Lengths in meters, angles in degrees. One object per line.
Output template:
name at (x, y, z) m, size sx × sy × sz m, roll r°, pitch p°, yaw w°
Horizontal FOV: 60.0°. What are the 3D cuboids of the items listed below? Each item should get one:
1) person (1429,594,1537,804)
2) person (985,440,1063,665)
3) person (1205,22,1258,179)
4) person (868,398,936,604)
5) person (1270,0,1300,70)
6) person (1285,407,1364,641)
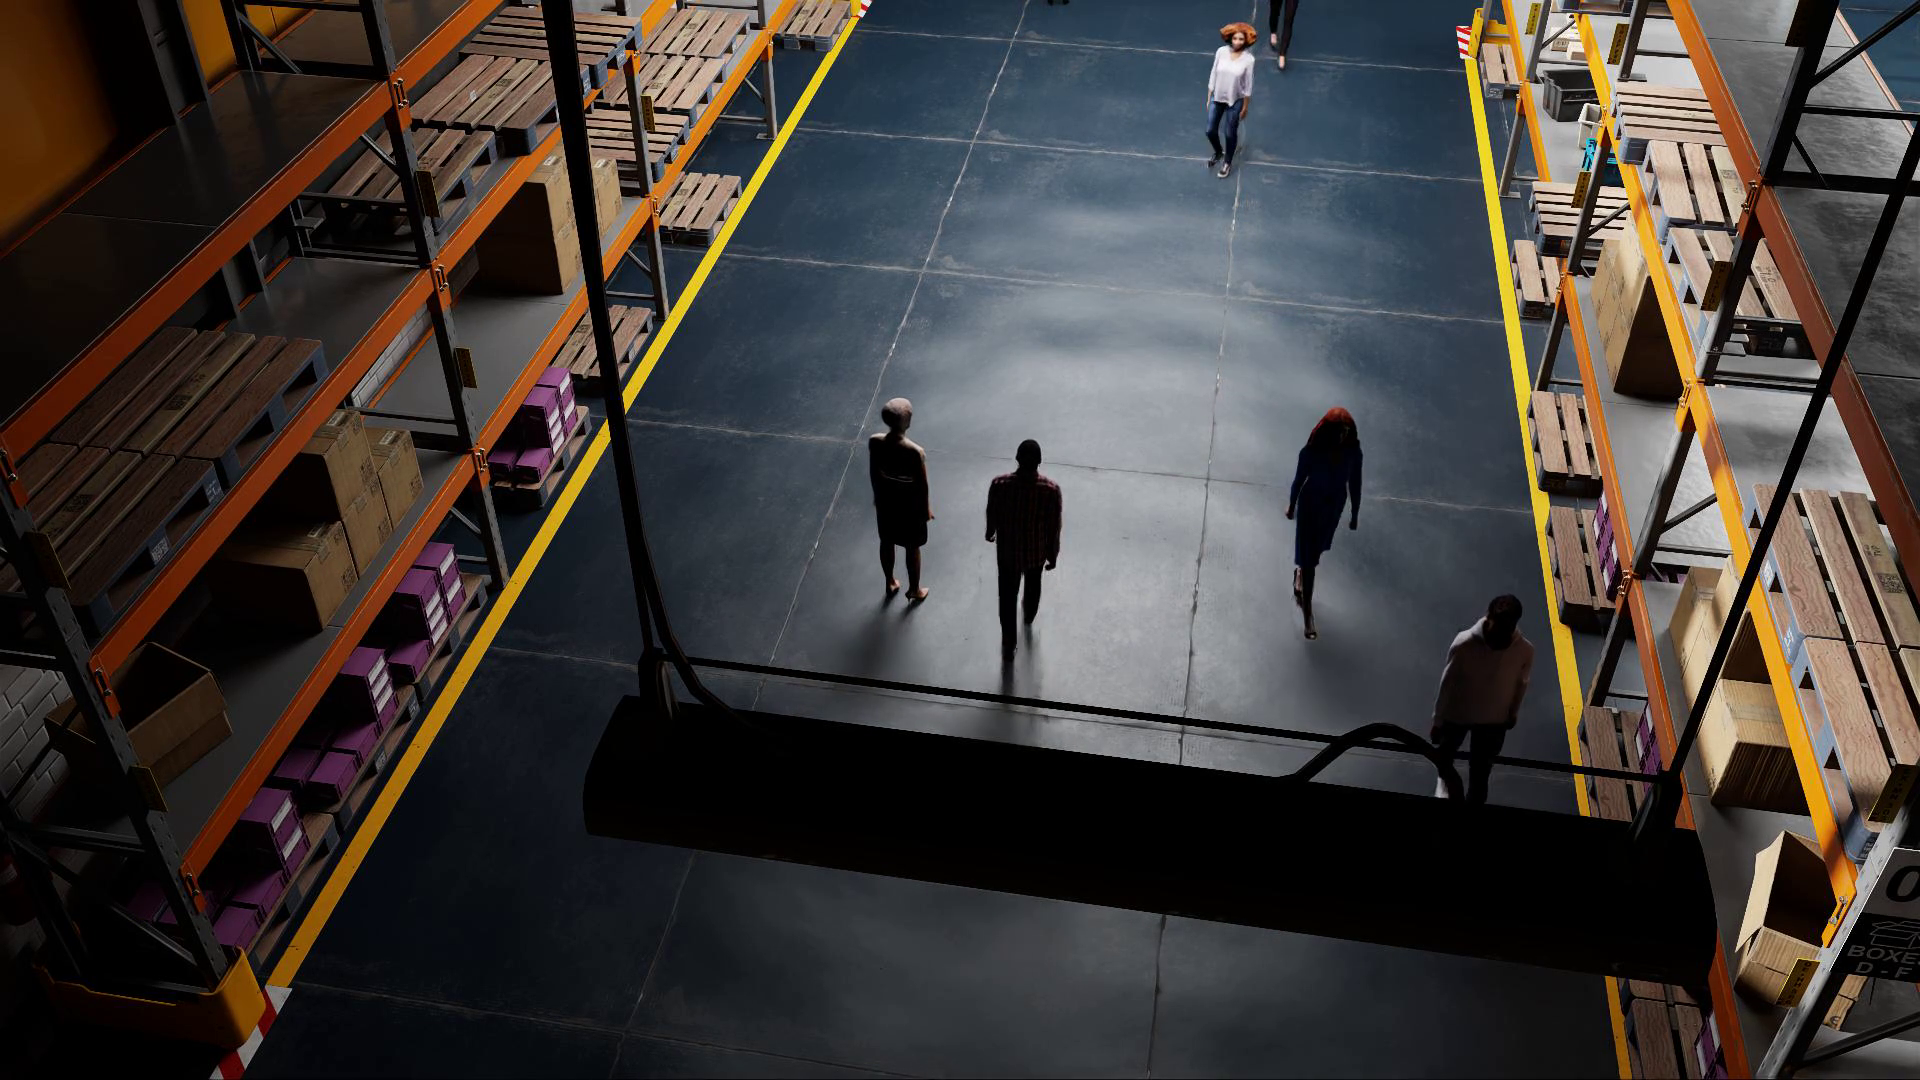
person at (3.212, 1.013, 10.421) m, size 0.688 × 1.887 × 1.112 m, roll 6°, pitch 39°, yaw 7°
person at (0.423, 0.095, 11.680) m, size 0.808 × 1.751 × 1.132 m, roll 0°, pitch 39°, yaw -1°
person at (2.913, -4.742, 17.776) m, size 0.730 × 1.701 × 0.719 m, roll 20°, pitch 43°, yaw 23°
person at (-0.439, -0.259, 12.122) m, size 0.690 × 1.752 × 0.627 m, roll 18°, pitch 42°, yaw 21°
person at (3.927, -6.691, 20.175) m, size 0.699 × 1.752 × 1.157 m, roll 2°, pitch 39°, yaw 3°
person at (2.600, -0.249, 12.075) m, size 0.807 × 1.796 × 1.093 m, roll -2°, pitch 39°, yaw -3°
